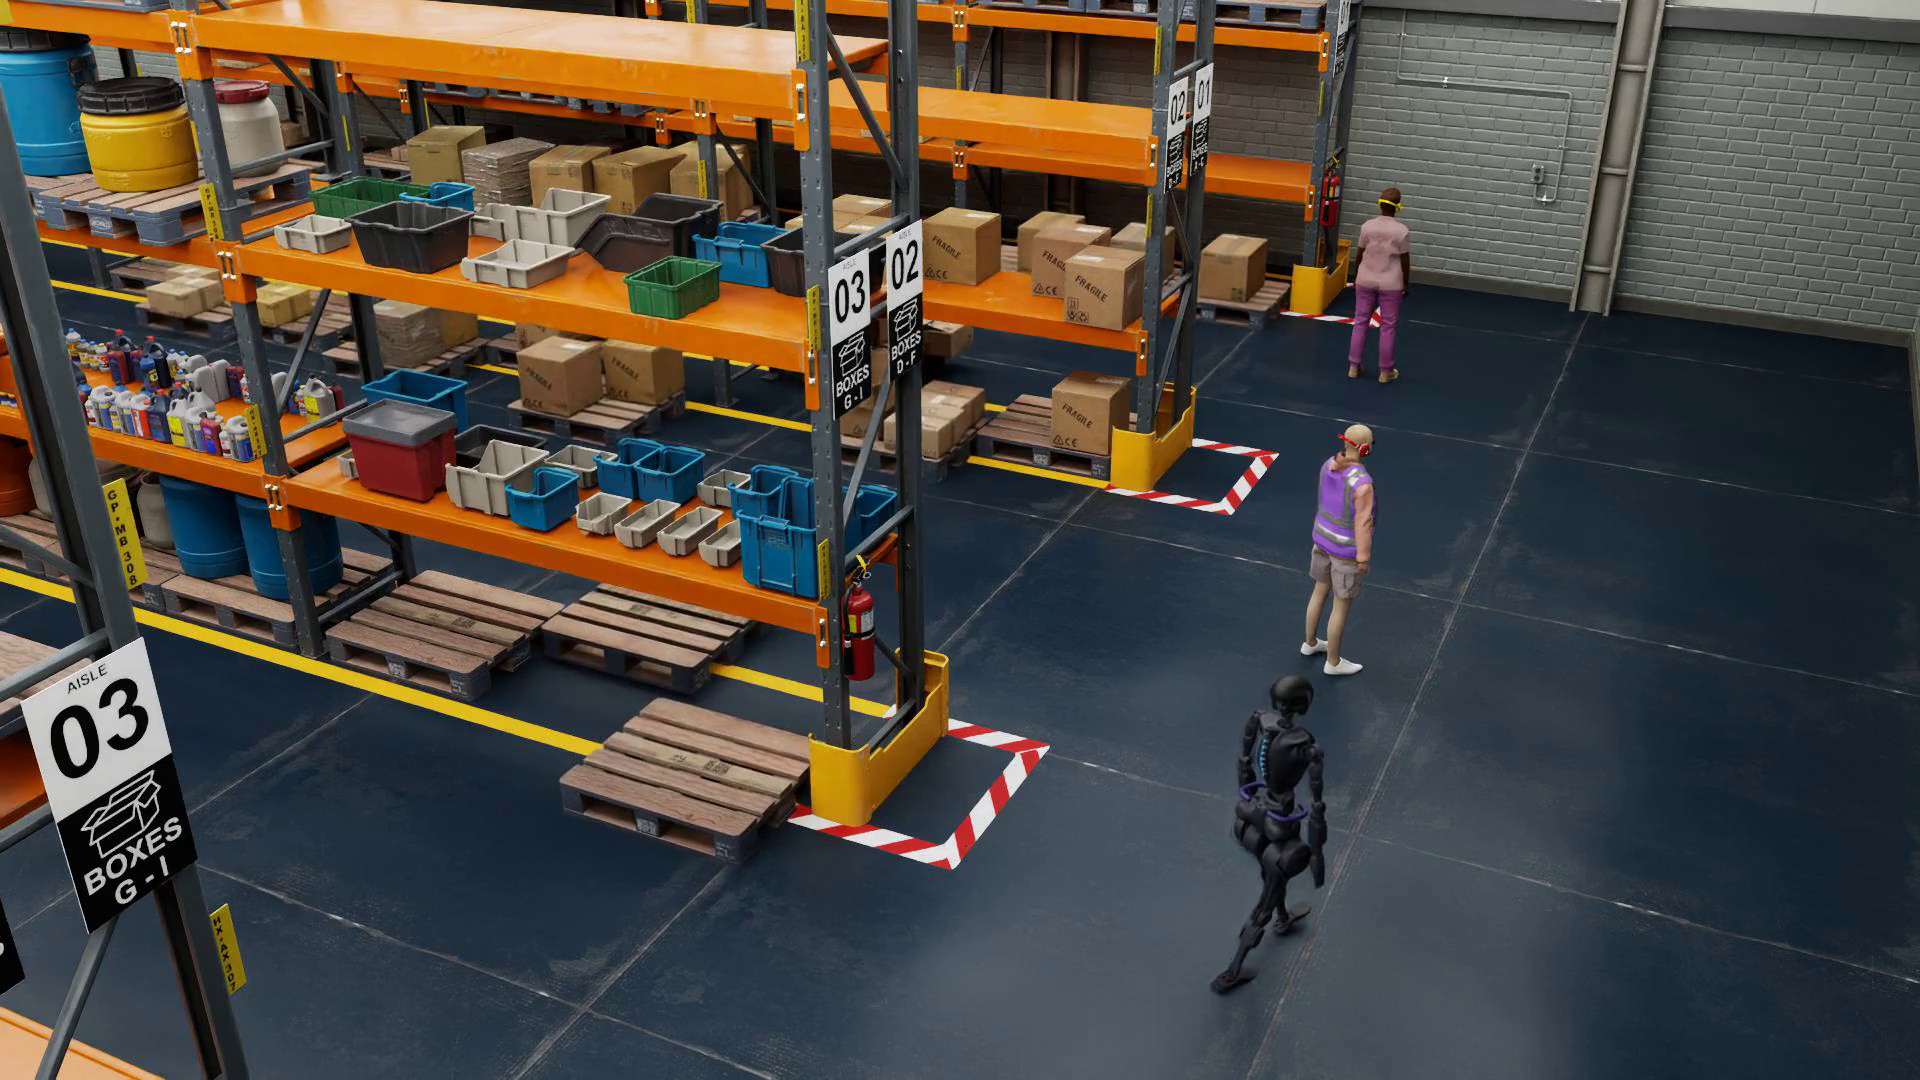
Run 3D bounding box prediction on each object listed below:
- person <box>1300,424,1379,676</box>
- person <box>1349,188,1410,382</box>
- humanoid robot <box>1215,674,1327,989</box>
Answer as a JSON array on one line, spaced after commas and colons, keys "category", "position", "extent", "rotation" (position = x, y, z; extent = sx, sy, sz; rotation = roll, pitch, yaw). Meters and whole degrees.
[{"category": "person", "position": [2.423, 0.056, 10.592], "extent": [0.348, 1.688, 0.492], "rotation": [-11, 28, -21]}, {"category": "person", "position": [3.873, -2.350, 15.336], "extent": [0.521, 1.800, 0.334], "rotation": [16, 30, 28]}, {"category": "humanoid robot", "position": [1.525, 1.364, 7.996], "extent": [0.759, 1.628, 0.601], "rotation": [-16, 31, -30]}]
